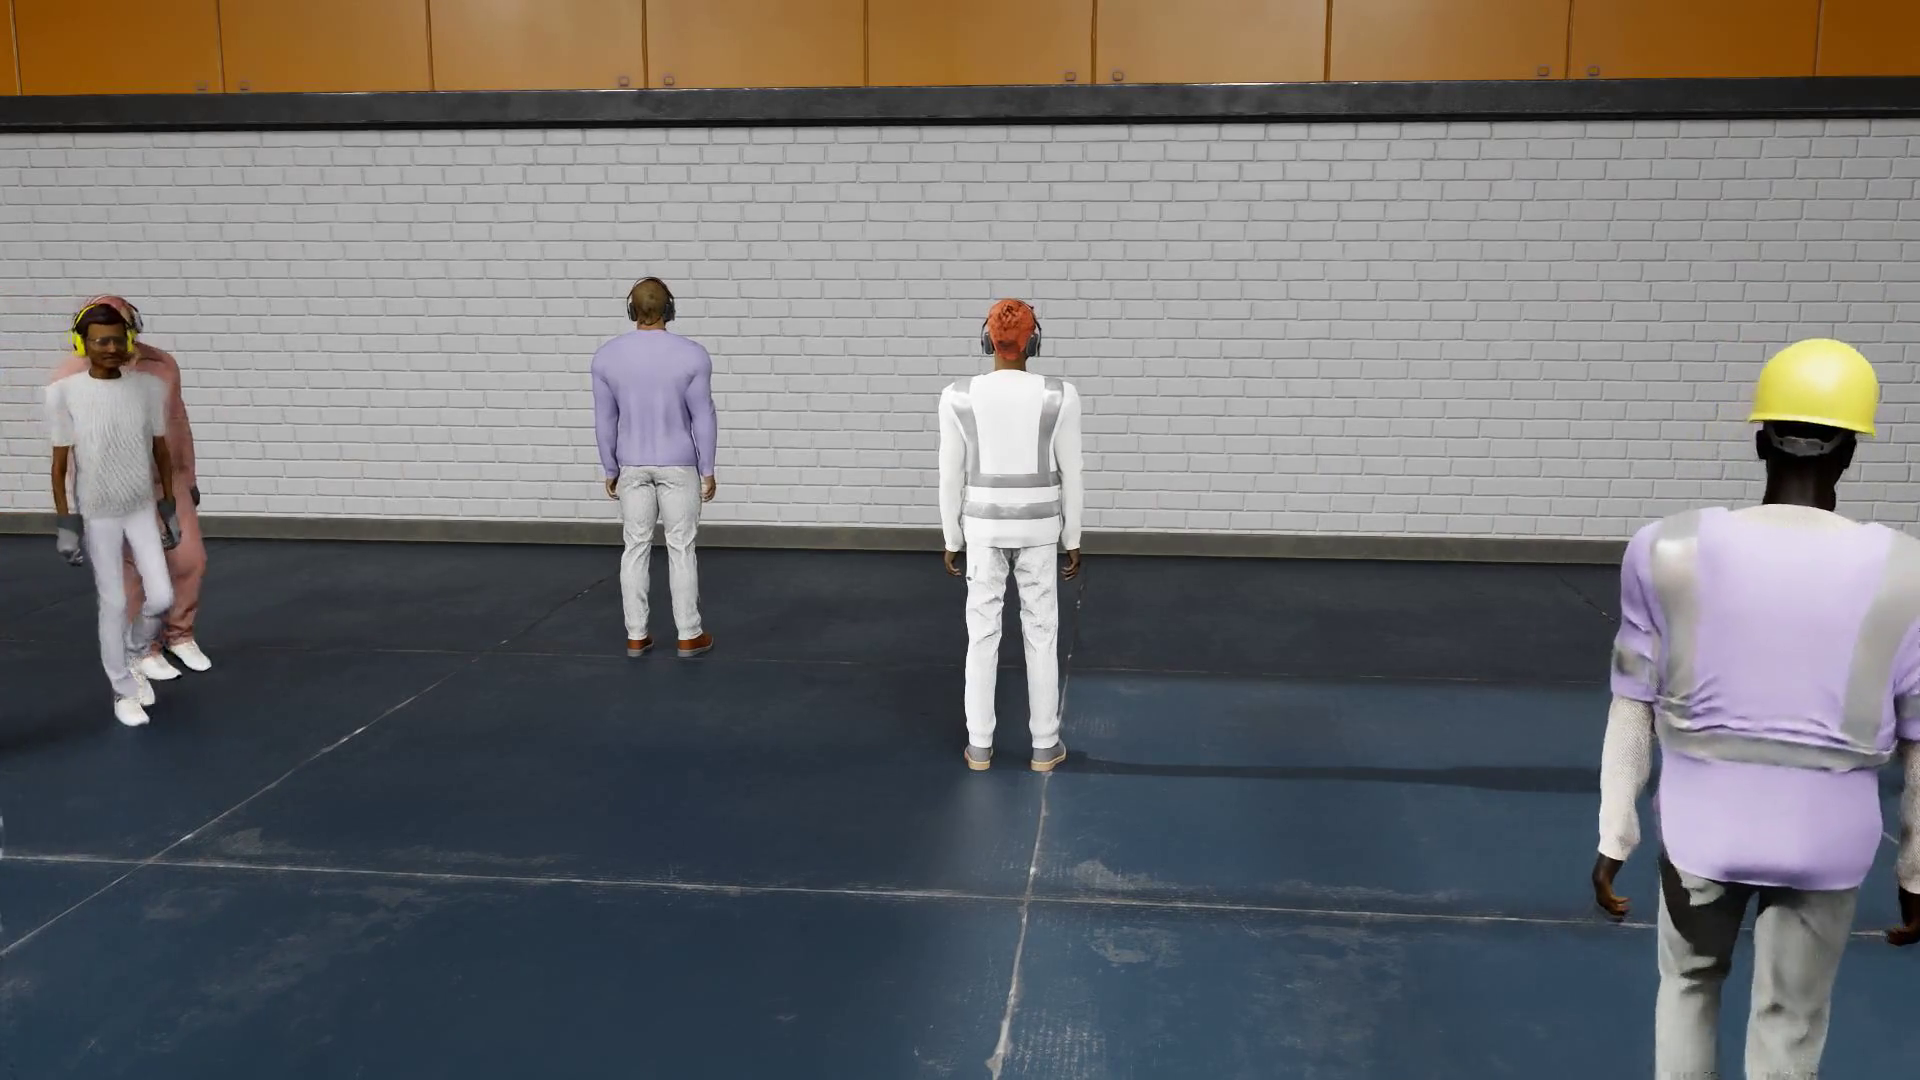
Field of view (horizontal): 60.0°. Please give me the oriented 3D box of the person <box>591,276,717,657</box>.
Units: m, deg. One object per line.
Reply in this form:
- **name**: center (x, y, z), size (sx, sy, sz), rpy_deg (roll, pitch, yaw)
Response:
- **person**: center (-1.539, -0.361, 8.472), size (0.631, 1.940, 0.372), rpy_deg (1, 10, 6)

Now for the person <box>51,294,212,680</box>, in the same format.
- **person**: center (-3.884, -0.232, 7.930), size (0.492, 1.868, 0.712), rpy_deg (6, 12, 31)

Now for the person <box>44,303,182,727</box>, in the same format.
- **person**: center (-3.661, -0.103, 7.252), size (0.407, 1.851, 0.541), rpy_deg (10, 14, 44)

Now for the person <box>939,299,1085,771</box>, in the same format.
- **person**: center (0.206, -0.008, 6.615), size (0.575, 1.883, 0.355), rpy_deg (1, 10, 6)

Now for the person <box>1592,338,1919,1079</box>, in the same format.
- **person**: center (1.589, 0.563, 3.264), size (0.610, 1.905, 0.511), rpy_deg (5, 11, 28)
